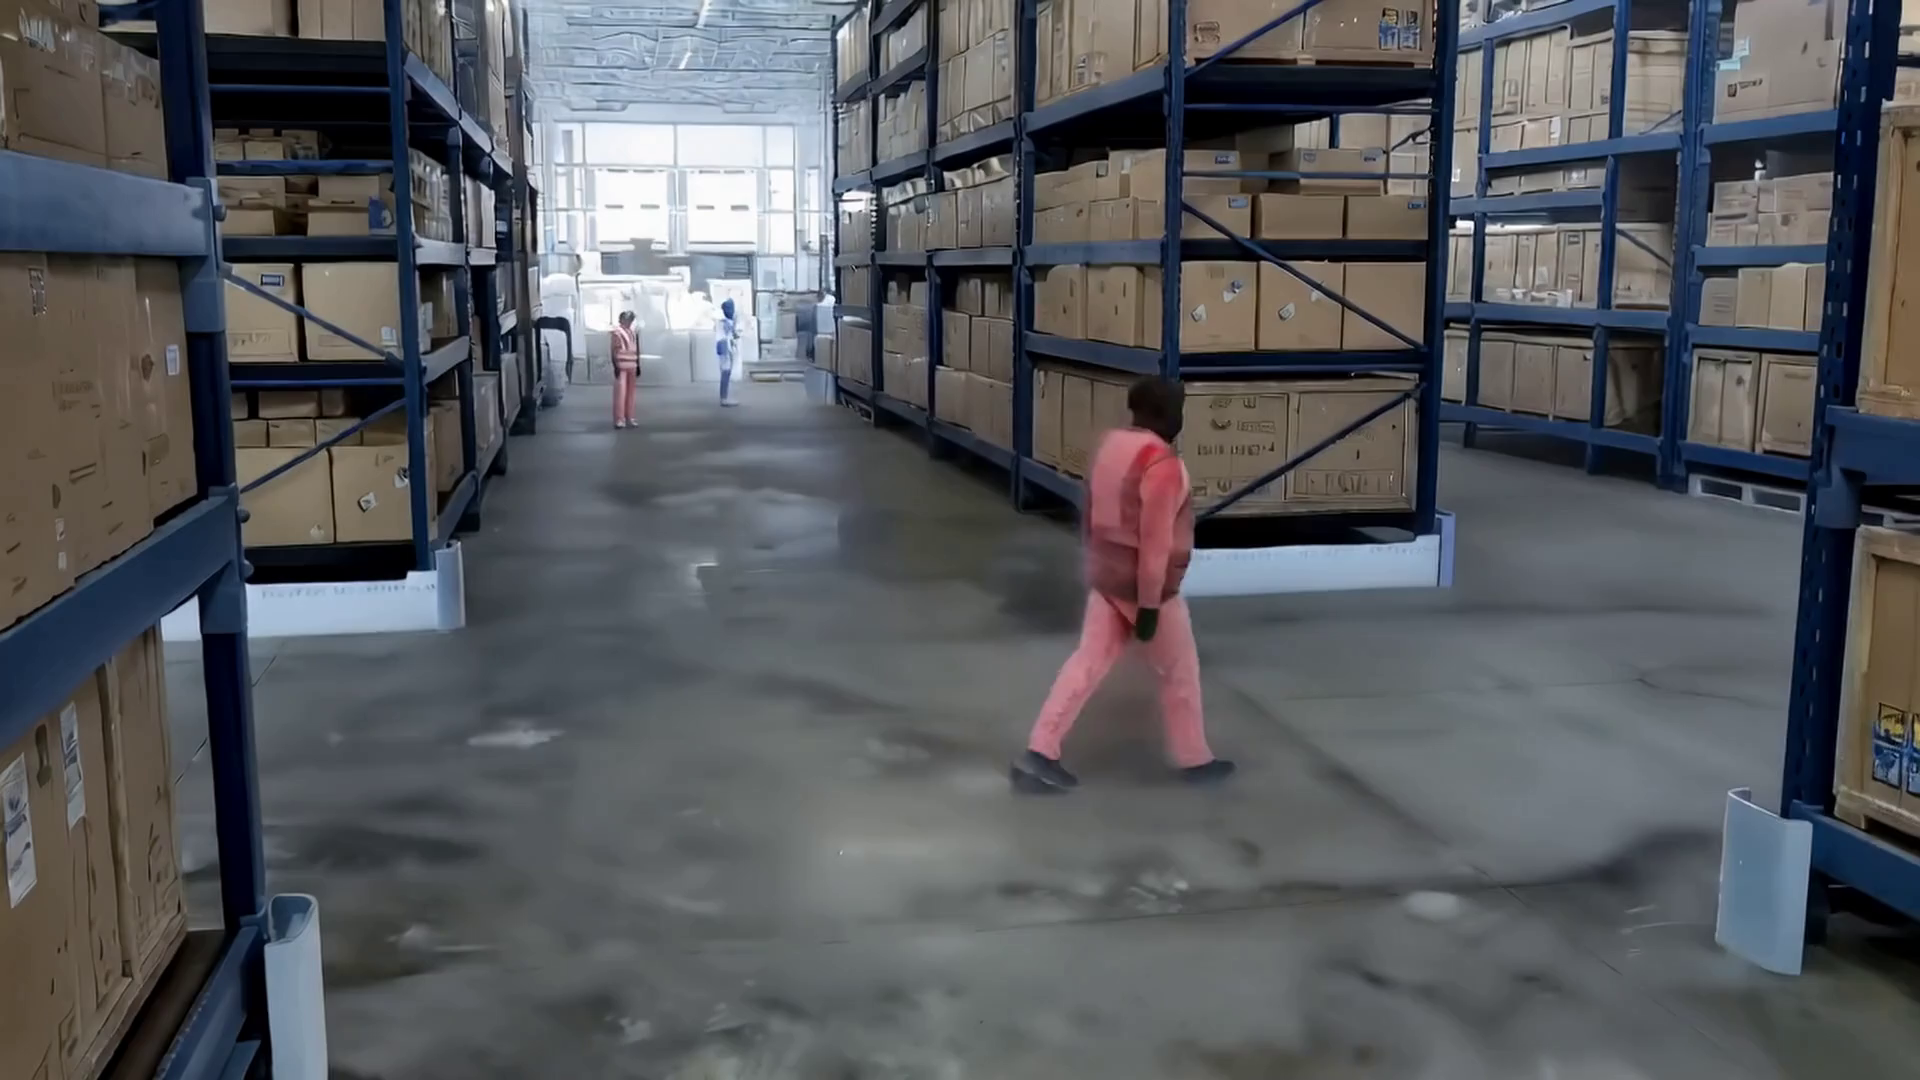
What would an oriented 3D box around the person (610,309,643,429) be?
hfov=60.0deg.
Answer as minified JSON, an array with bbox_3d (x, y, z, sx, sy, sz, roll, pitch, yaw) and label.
[{"bbox_3d":[-4.609,-2.355,22.956,0.308,1.640,0.511,5,11,29],"label":"person"}]

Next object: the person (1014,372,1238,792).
[{"bbox_3d":[0.688,0.187,7.021,0.987,1.795,0.634,-4,10,-21],"label":"person"}]

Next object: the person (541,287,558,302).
[{"bbox_3d":[-14.522,-8.388,58.849,0.585,1.928,0.369,-2,9,-10],"label":"person"}]

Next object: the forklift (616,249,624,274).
[{"bbox_3d":[-11.332,-8.624,57.390,1.129,2.768,1.873,-8,12,-39],"label":"forklift"}]

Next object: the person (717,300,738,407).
[{"bbox_3d":[-3.717,-2.974,26.545,0.322,1.697,0.534,-2,9,-10],"label":"person"}]

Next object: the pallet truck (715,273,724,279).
[{"bbox_3d":[-8.580,-8.986,62.280,1.885,1.965,0.823,1,9,5],"label":"pallet truck"}]

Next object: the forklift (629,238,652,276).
[{"bbox_3d":[-6.727,-5.011,35.366,1.873,2.768,1.129,-2,10,-12],"label":"forklift"}]
